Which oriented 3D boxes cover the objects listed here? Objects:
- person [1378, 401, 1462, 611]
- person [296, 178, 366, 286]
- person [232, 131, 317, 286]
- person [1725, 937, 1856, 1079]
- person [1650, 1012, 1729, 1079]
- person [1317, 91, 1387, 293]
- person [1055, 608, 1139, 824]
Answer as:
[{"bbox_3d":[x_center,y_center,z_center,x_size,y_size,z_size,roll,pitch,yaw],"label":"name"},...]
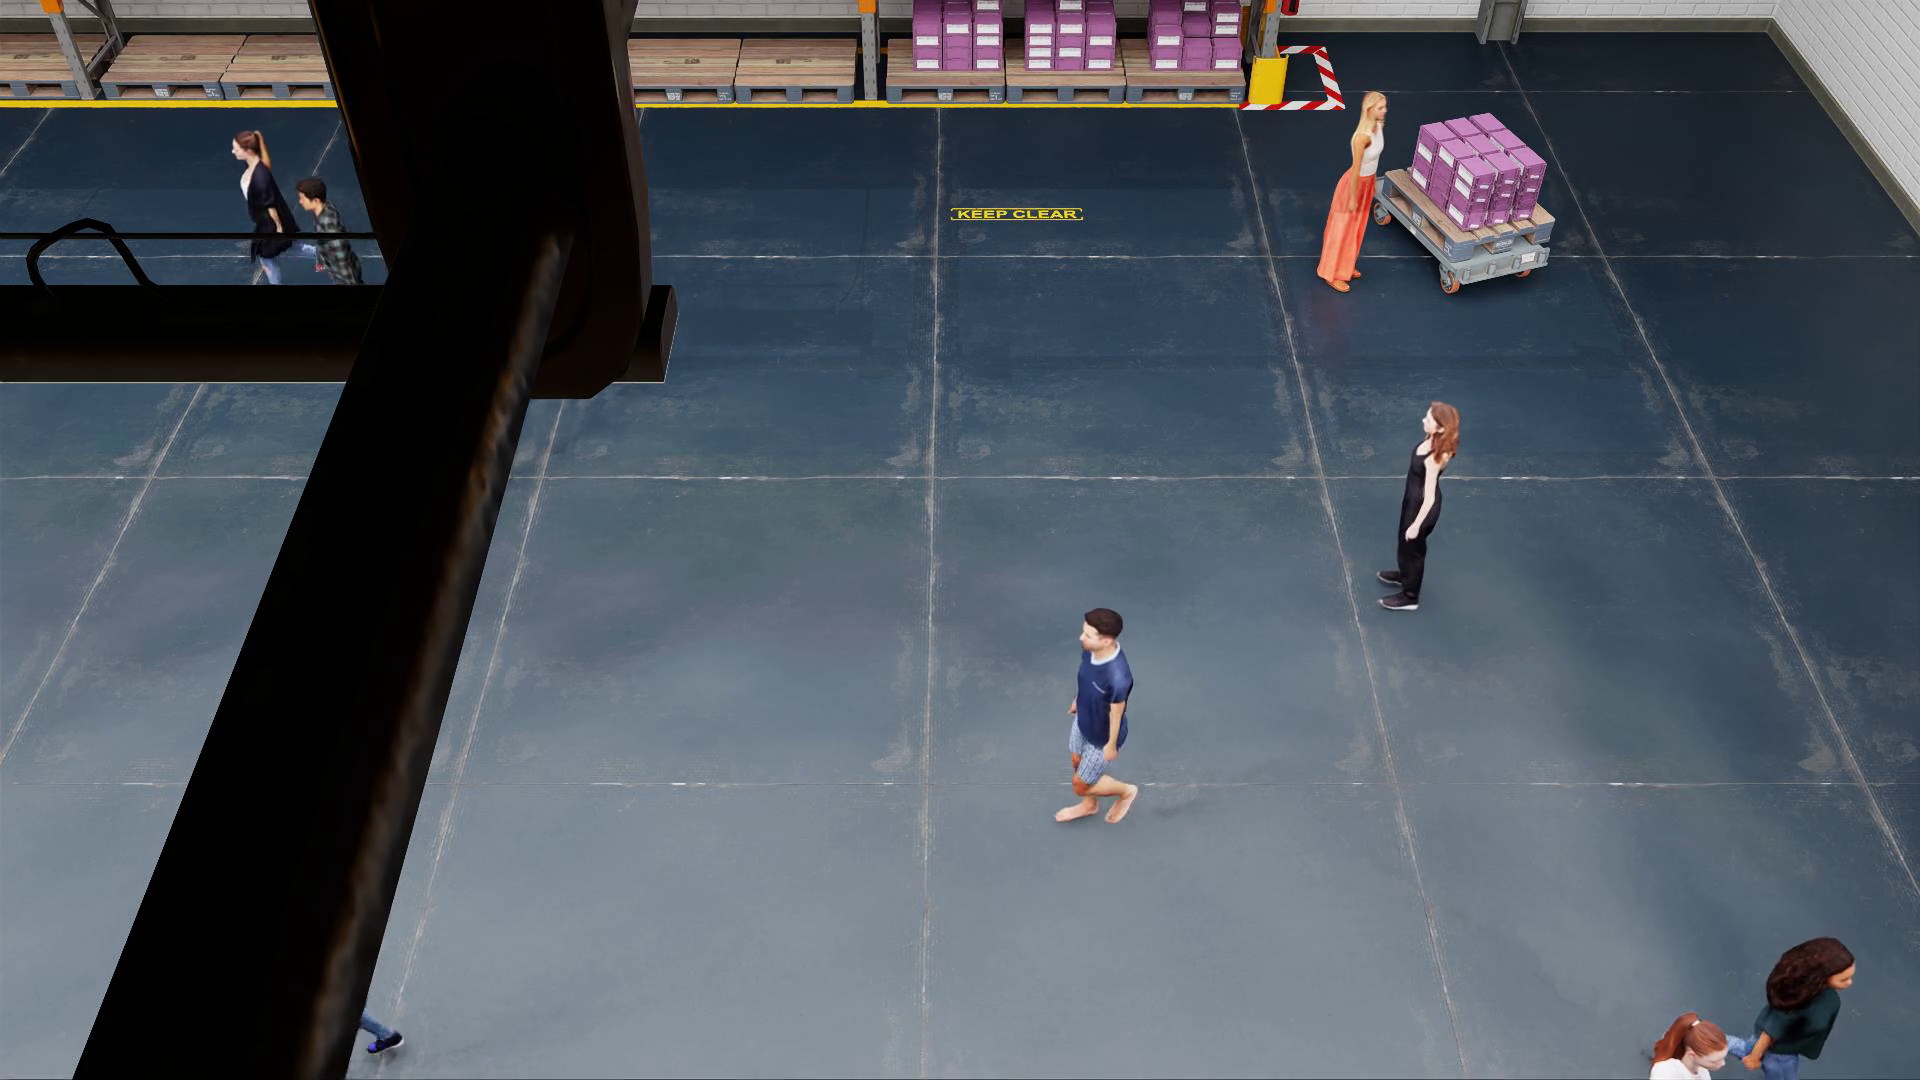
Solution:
[{"bbox_3d":[3.133,-0.235,11.247,0.554,1.745,0.621,7,44,7],"label":"person"},{"bbox_3d":[-4.977,-2.230,13.611,0.988,1.693,0.864,-12,45,-12],"label":"person"},{"bbox_3d":[-5.621,-2.659,13.856,1.171,1.657,0.933,-18,47,-18],"label":"person"},{"bbox_3d":[4.112,2.492,8.494,0.997,1.594,1.054,-34,53,-31],"label":"person"},{"bbox_3d":[3.341,2.808,8.058,0.701,1.738,0.666,27,50,25],"label":"person"},{"bbox_3d":[3.355,-2.967,14.074,0.760,1.802,0.728,26,49,25],"label":"person"},{"bbox_3d":[0.891,1.065,9.816,0.834,1.836,0.760,-14,45,-14],"label":"person"}]
